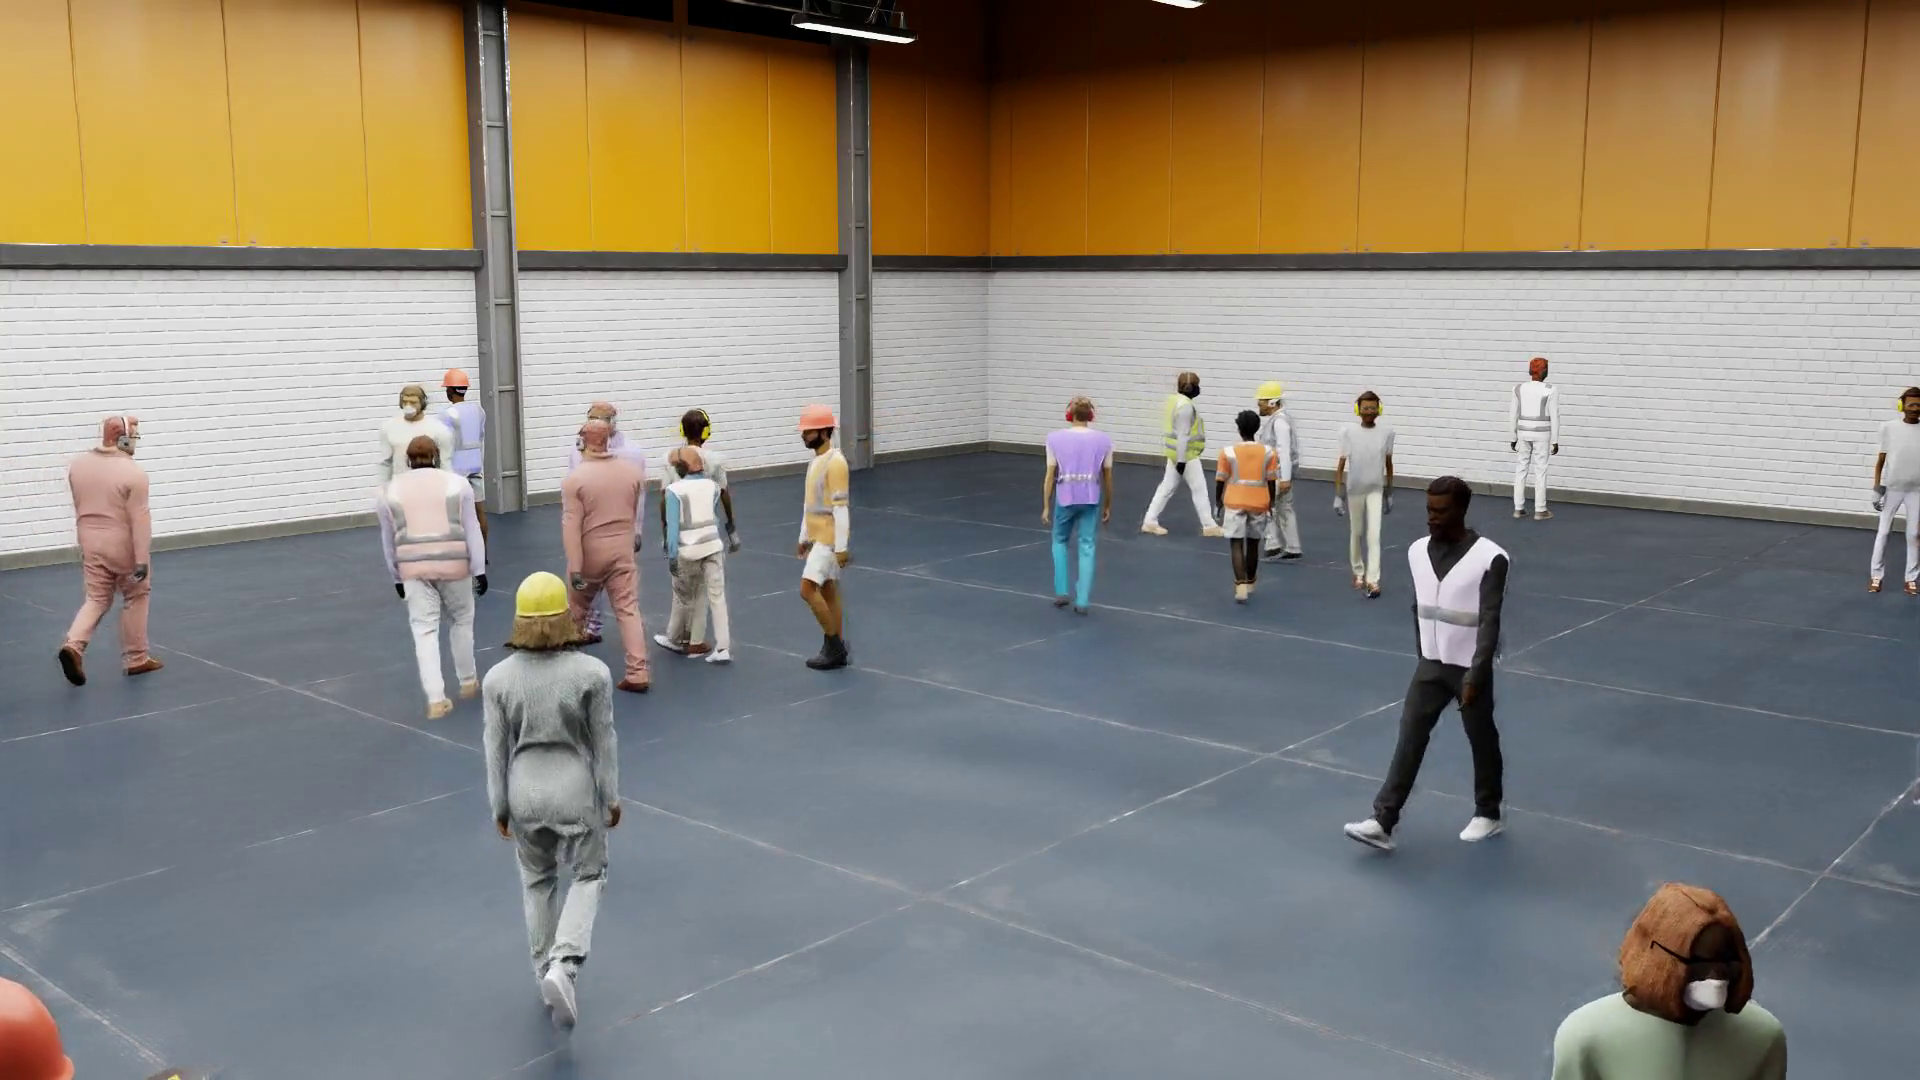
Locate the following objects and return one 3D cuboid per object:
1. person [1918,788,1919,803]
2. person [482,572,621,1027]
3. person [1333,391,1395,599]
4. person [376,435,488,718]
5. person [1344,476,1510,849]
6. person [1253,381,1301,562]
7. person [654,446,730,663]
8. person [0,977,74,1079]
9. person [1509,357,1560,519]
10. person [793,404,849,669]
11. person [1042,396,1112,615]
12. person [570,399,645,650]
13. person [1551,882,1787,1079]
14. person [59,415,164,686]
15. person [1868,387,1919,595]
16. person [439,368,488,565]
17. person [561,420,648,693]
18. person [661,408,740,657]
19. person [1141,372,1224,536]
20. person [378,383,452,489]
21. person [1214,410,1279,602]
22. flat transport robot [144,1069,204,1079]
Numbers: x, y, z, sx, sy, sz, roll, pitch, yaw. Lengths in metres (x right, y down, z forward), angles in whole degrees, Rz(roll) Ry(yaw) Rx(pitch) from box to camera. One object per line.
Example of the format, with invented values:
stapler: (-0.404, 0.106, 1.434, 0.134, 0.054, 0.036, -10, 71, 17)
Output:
person: (5.411, 0.635, 8.797, 0.589, 1.607, 0.527, -1, 9, -5)
person: (-1.547, 0.981, 6.271, 0.496, 1.724, 0.602, 0, 9, 0)
person: (3.581, -0.409, 14.727, 0.542, 1.815, 0.990, 1, 9, 8)
person: (-3.434, 0.215, 10.908, 0.679, 1.791, 0.865, -2, 9, -13)
person: (2.358, 0.622, 8.138, 1.031, 1.858, 0.596, -7, 11, -37)
person: (3.124, -0.664, 16.410, 0.567, 1.797, 0.602, 1, 9, 7)
person: (-1.967, 0.102, 12.208, 0.522, 1.584, 0.854, -8, 12, -42)
person: (-1.287, 1.513, 2.278, 0.553, 1.935, 0.362, 6, 11, 35)
person: (6.690, -1.181, 19.361, 0.587, 1.882, 0.342, 8, 12, 43)
person: (-1.013, -0.017, 11.939, 0.476, 1.917, 0.557, -3, 10, -19)
person: (0.976, -0.301, 14.008, 0.613, 1.819, 0.642, -1, 9, -6)
person: (-2.715, -0.114, 12.616, 0.655, 1.911, 0.402, 4, 10, 22)
person: (1.491, 1.475, 3.609, 0.505, 1.596, 0.837, -1, 9, -8)
person: (-5.907, 0.072, 11.532, 0.652, 1.876, 0.796, 2, 9, 13)
person: (8.390, -0.432, 14.771, 0.509, 1.858, 0.354, 4, 10, 24)
person: (-4.822, -0.685, 16.077, 0.372, 1.939, 0.544, 5, 10, 28)
person: (-2.492, 0.109, 11.420, 0.651, 1.851, 1.002, -8, 12, -42)
person: (-1.933, -0.058, 12.421, 0.518, 1.848, 0.506, 3, 9, 17)
person: (2.421, -0.926, 18.055, 0.950, 1.798, 0.641, -1, 9, -4)
person: (-4.697, -0.417, 14.486, 0.635, 1.916, 0.794, 1, 9, 9)
person: (2.492, -0.299, 14.495, 0.542, 1.674, 0.713, 0, 9, -1)
flat transport robot: (-2.588, 1.950, 4.755, 0.652, 0.197, 1.431, 4, 10, 22)
